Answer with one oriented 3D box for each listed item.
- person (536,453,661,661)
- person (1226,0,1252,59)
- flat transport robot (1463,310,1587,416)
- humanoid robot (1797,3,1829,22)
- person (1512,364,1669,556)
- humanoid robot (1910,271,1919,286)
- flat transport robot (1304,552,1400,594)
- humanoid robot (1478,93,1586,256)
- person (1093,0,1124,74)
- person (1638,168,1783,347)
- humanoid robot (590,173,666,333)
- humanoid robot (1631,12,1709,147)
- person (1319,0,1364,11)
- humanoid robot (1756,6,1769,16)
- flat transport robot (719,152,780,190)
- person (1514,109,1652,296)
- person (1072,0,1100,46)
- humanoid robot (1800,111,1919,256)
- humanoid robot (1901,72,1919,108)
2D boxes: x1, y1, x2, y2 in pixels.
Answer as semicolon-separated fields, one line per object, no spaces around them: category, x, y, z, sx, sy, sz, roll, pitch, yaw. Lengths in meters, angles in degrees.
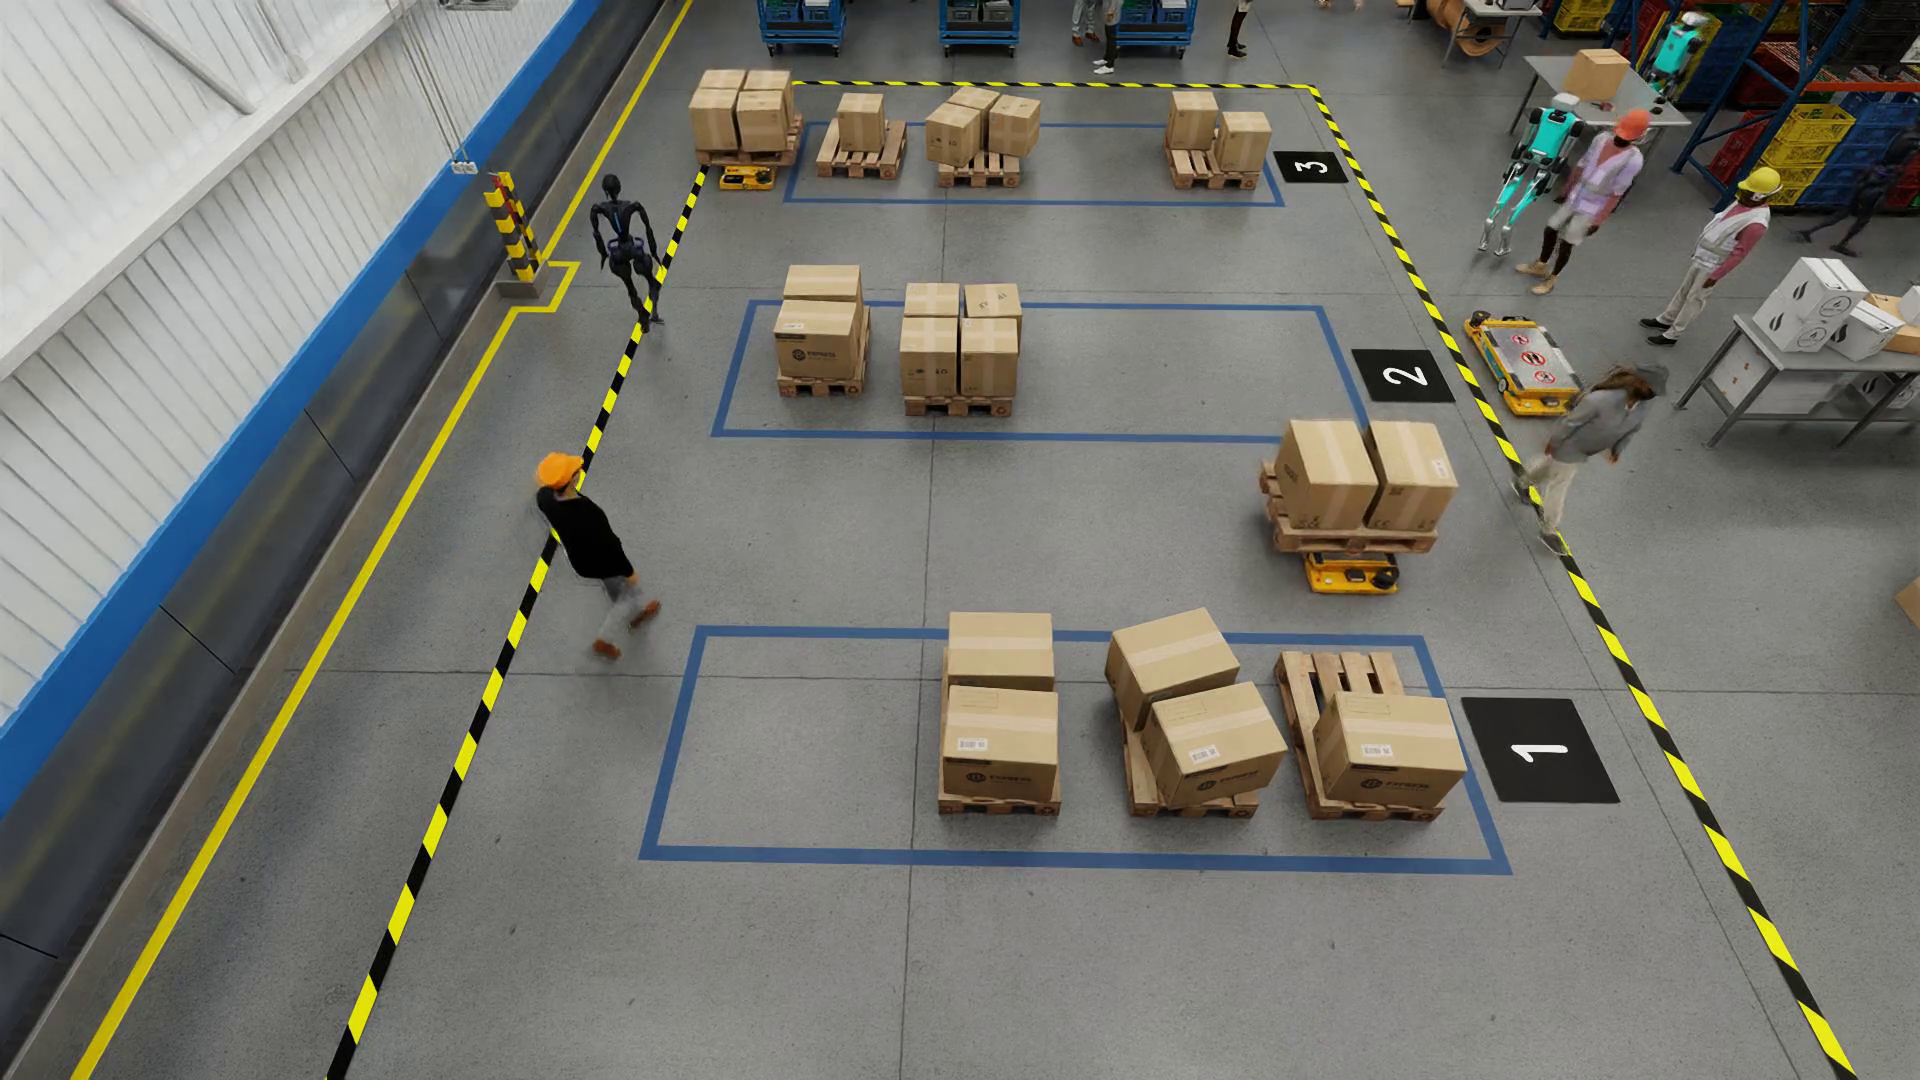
person;-2.530;0.136;6.353;0.599;1.870;0.625;25;54;20
person;4.274;-8.217;13.523;0.367;1.966;0.603;9;50;8
flat transport robot;5.573;-1.757;9.054;0.659;0.231;1.431;1;49;1
humanoid robot;13.258;-8.605;14.029;0.546;1.803;0.787;5;49;4
person;4.932;-0.695;7.165;0.569;1.714;0.941;-10;50;-8
humanoid robot;10.566;-3.352;9.394;0.530;1.695;0.735;4;49;4
flat transport robot;3.136;-0.171;7.663;0.652;0.197;1.431;1;49;1
humanoid robot;5.993;-3.815;9.777;0.735;1.674;0.533;-36;58;-27
person;2.152;-7.707;13.156;0.386;1.850;0.599;4;49;3
person;7.245;-2.698;8.840;0.404;1.824;0.586;13;50;11
humanoid robot;-3.270;-2.792;9.020;0.599;1.650;0.386;-8;50;-7
humanoid robot;8.908;-5.684;11.505;1.013;1.763;0.535;-14;51;-12
person;6.424;-9.521;14.755;0.702;1.824;0.557;28;55;22
humanoid robot;13.180;-9.068;14.448;0.608;1.648;0.319;-3;49;-3
flat transport robot;-2.656;-4.963;11.811;0.652;0.197;1.431;1;49;1
person;6.378;-3.454;9.386;0.403;1.994;0.765;-10;50;-8
person;1.984;-8.554;13.836;0.629;1.937;0.373;-22;53;-18
humanoid robot;10.017;-3.931;10.027;0.552;1.646;0.591;16;51;14
humanoid robot;12.698;-6.097;11.879;0.877;1.830;0.550;-20;52;-17
